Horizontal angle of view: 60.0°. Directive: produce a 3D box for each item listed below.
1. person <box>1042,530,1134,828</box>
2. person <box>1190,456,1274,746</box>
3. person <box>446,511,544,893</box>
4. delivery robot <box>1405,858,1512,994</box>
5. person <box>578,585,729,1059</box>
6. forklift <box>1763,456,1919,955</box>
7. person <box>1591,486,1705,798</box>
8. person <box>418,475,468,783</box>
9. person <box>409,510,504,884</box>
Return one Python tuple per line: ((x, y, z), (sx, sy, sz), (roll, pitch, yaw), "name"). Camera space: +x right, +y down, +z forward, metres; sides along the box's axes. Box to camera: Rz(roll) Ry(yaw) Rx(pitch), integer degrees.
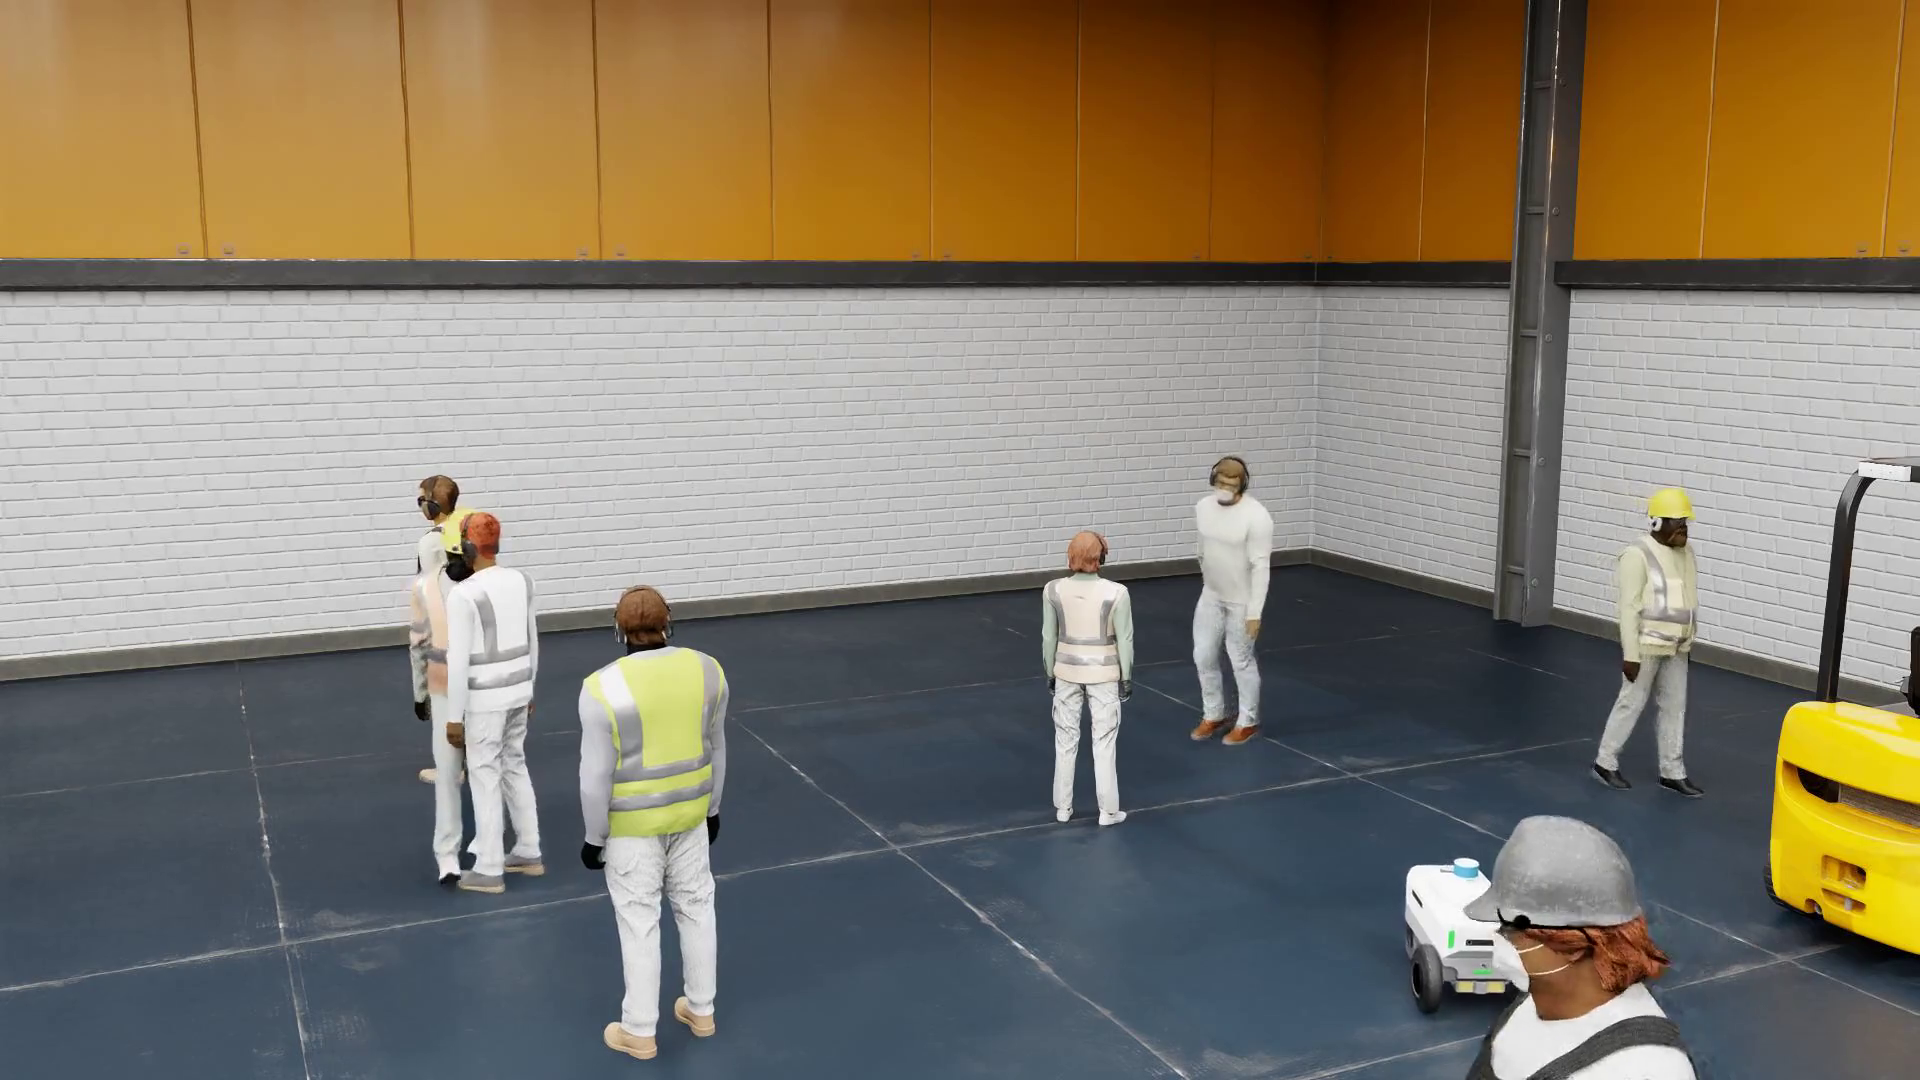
((0.697, 0.763, 9.087), (0.513, 1.638, 0.307), (3, 10, 19), "person")
((1.750, 0.393, 10.562), (0.572, 1.896, 0.647), (-8, 12, -42), "person")
((-2.290, 0.789, 8.198), (0.356, 1.875, 0.605), (4, 10, 24), "person")
((2.126, 1.589, 7.018), (0.477, 0.478, 0.707), (0, 9, 1), "delivery robot")
((-1.199, 1.085, 6.466), (0.623, 1.841, 0.430), (-8, 12, -39), "person")
((4.857, 0.731, 7.561), (2.313, 2.155, 1.214), (-4, 10, -25), "forklift")
((4.053, 0.582, 9.685), (0.605, 1.832, 0.493), (-5, 11, -30), "person")
((-3.059, 0.530, 9.912), (0.387, 1.845, 0.514), (3, 10, 16), "person")
((-2.489, 0.760, 8.380), (0.604, 1.868, 0.938), (0, 9, 0), "person")
